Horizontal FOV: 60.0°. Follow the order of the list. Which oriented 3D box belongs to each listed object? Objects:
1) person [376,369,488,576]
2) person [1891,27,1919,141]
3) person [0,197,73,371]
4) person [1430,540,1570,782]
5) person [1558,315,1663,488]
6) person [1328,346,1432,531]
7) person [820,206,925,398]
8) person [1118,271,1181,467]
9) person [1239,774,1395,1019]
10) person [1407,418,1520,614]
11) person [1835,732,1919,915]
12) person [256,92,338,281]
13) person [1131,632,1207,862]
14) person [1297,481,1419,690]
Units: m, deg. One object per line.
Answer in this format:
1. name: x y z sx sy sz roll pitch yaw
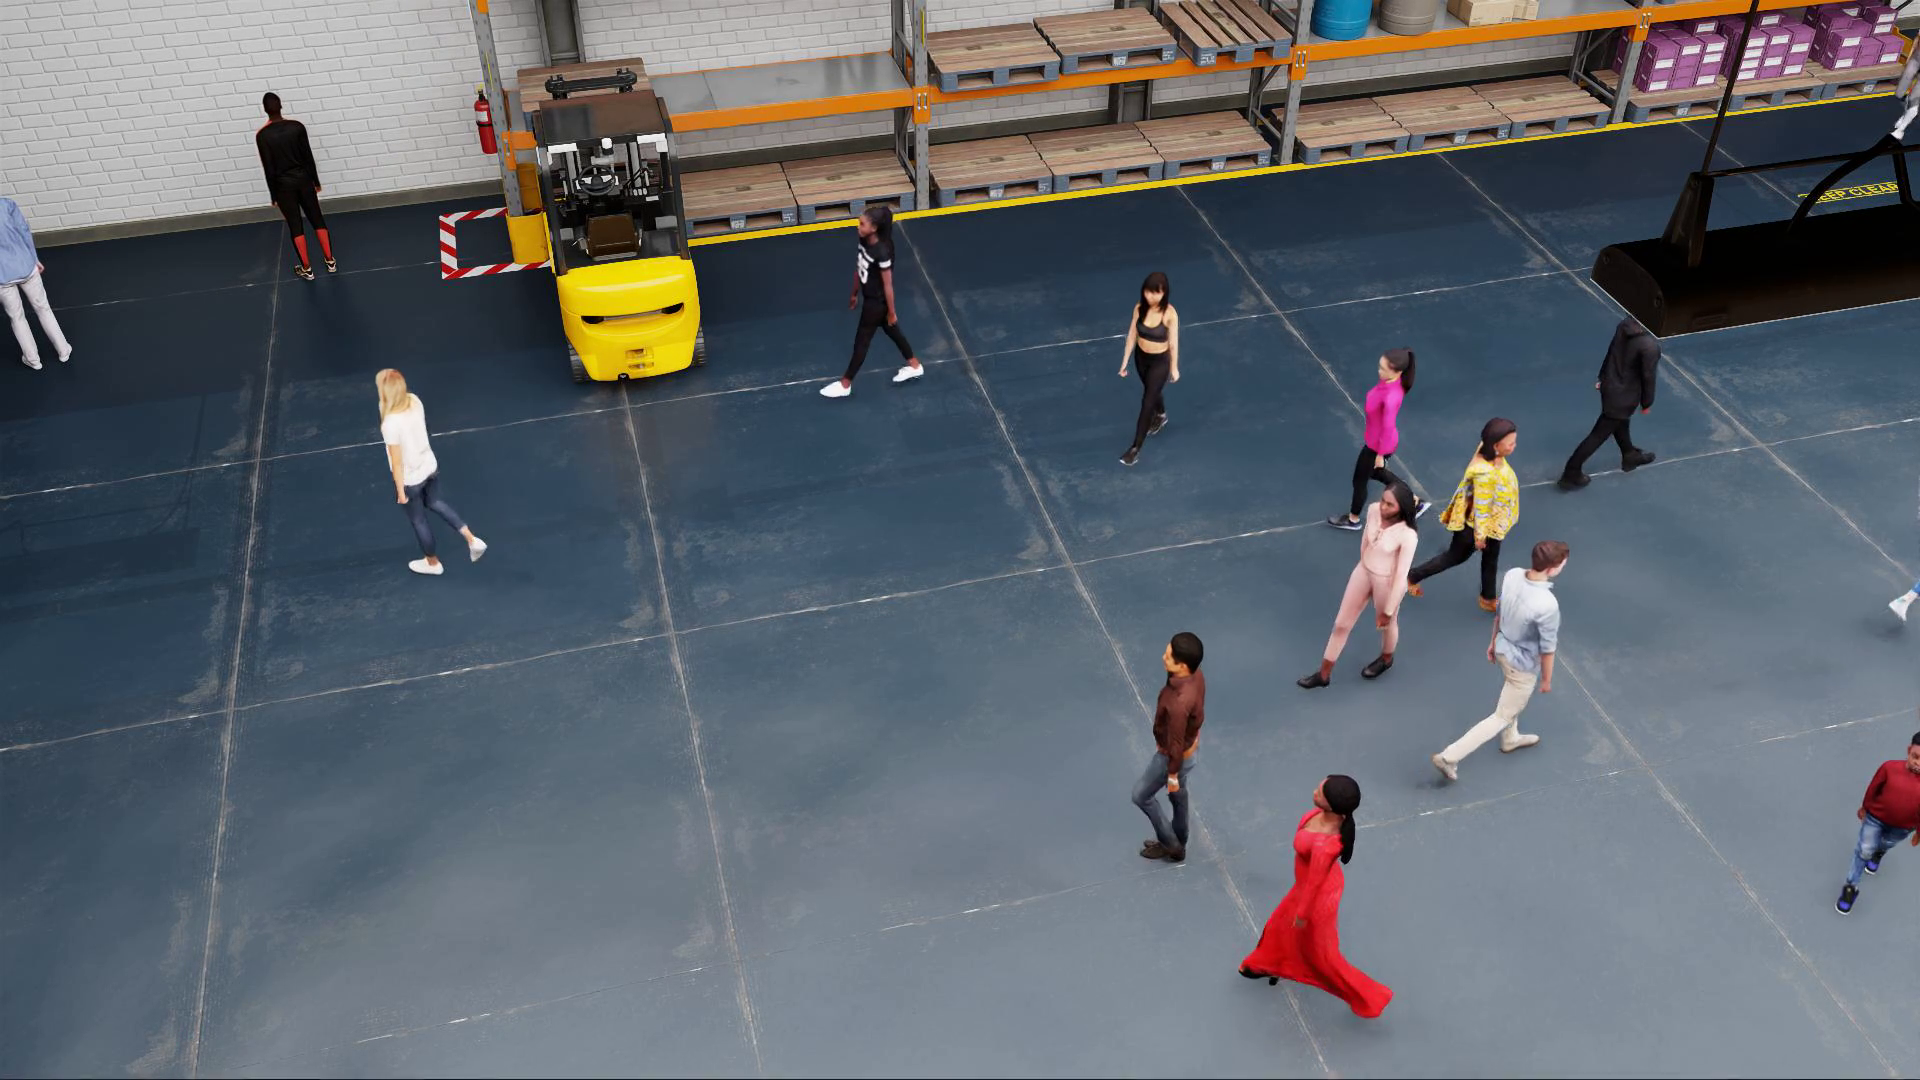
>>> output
1. person: -3.793 -0.454 11.887 0.984 1.799 0.867 11 40 13
2. person: 10.353 -5.089 17.775 0.805 1.693 0.679 -21 43 -24
3. person: -8.078 -2.316 14.146 0.636 1.888 0.790 -24 45 -27
4. person: 3.396 0.769 10.336 1.105 1.822 0.632 -10 40 -12
5. person: 5.008 -1.105 12.761 1.116 1.724 0.659 -7 39 -9
6. person: 3.195 -0.697 12.301 1.054 1.672 0.880 10 40 12
7. person: -0.620 -1.986 13.904 1.213 1.675 0.738 -15 41 -18
8. person: 1.576 -1.447 13.289 1.012 1.600 1.135 24 45 27
9. person: 1.997 1.939 8.930 1.168 1.759 1.003 12 40 14
10. person: 3.532 -0.144 11.643 1.182 1.619 1.083 16 41 19
11. person: 5.504 1.586 9.788 0.843 1.230 0.910 21 43 24
12. person: -6.184 -3.295 15.437 0.609 1.808 0.762 -26 45 -29
13. person: 1.354 1.262 9.763 0.778 1.768 0.761 11 40 13
14. person: 2.852 0.288 11.046 1.097 1.689 0.844 -20 43 -24
